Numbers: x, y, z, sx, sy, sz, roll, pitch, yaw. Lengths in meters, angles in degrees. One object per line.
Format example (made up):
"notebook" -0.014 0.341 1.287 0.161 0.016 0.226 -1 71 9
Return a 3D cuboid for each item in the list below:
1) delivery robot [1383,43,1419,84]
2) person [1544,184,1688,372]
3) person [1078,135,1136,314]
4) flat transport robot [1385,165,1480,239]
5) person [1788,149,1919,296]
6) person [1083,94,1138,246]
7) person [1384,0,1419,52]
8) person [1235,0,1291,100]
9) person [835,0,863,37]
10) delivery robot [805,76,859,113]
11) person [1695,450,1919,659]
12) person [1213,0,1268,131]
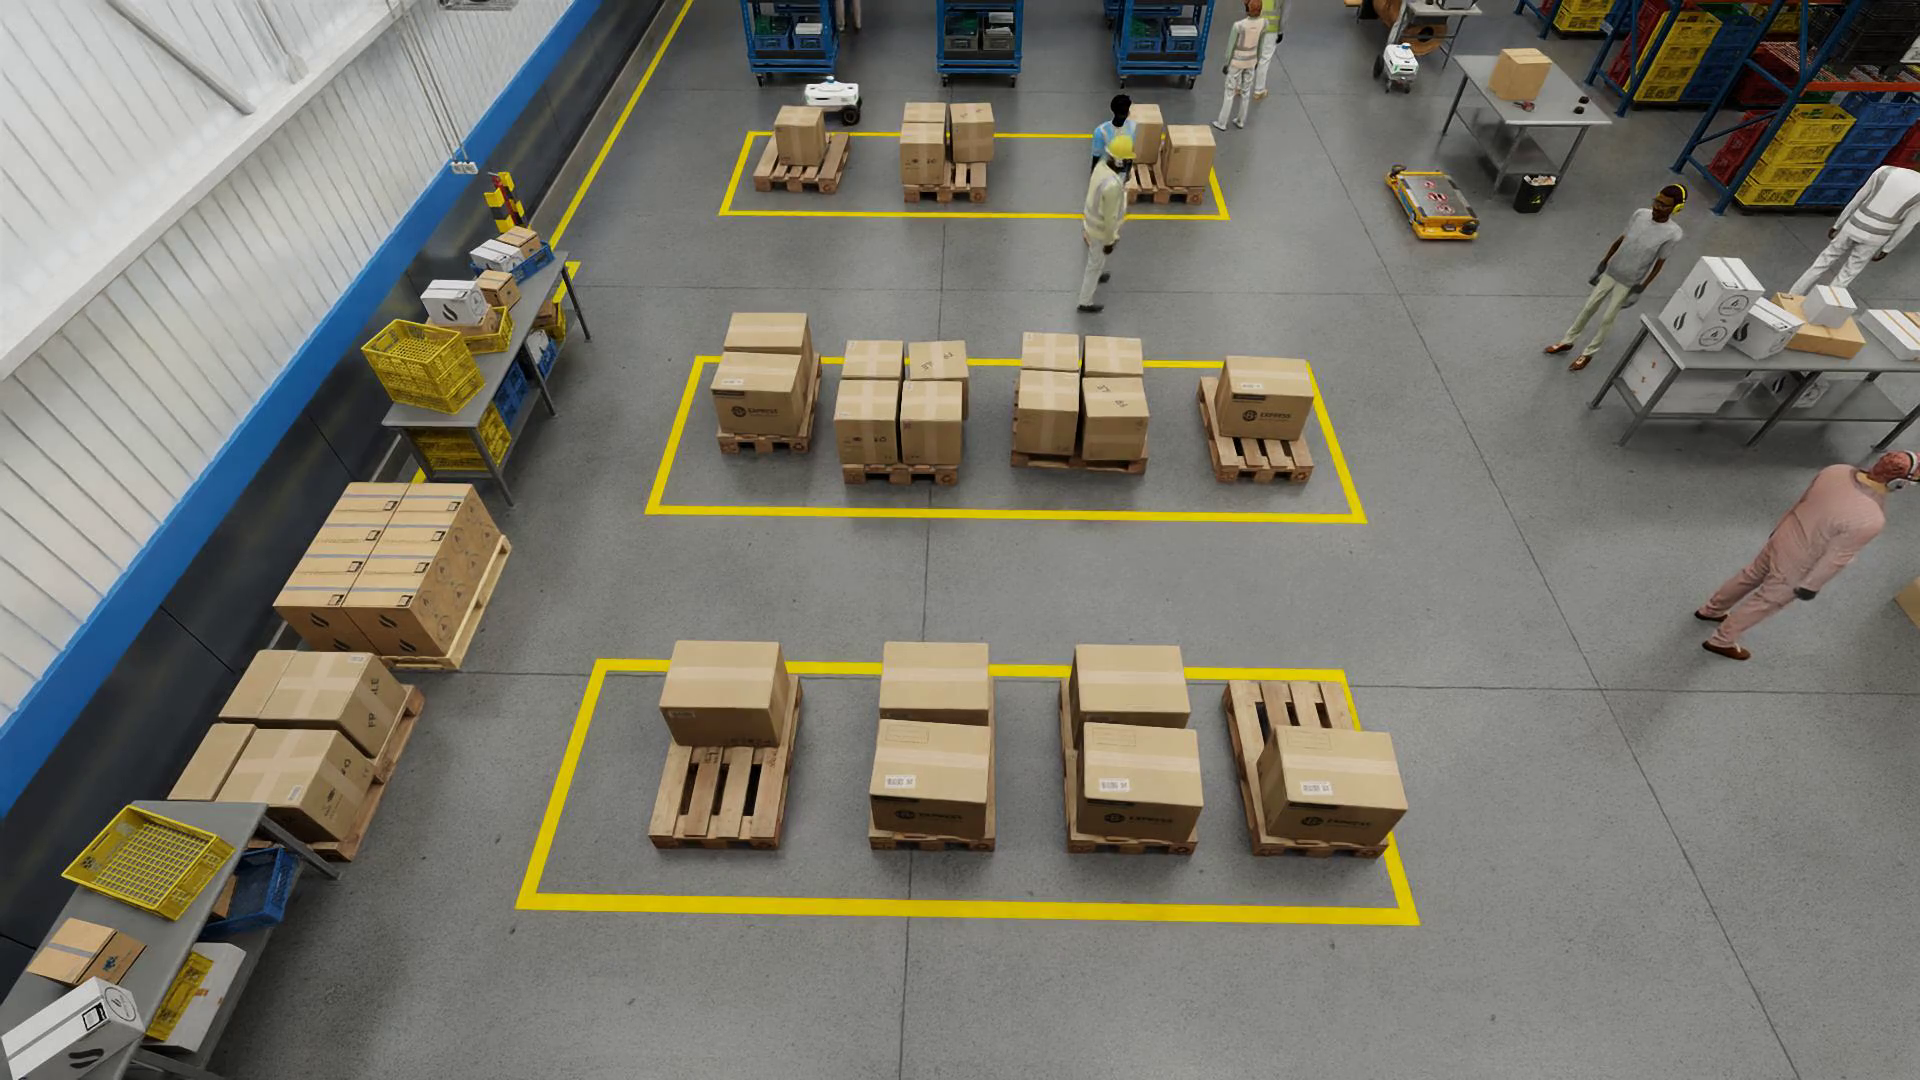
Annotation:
"delivery robot" 6.374 -6.919 13.257 0.477 0.478 0.707 4 49 4
"person" 6.171 -2.440 8.577 0.328 1.872 0.511 -20 52 -17
"person" 1.454 -3.197 9.274 0.417 1.816 0.621 -3 49 -3
"flat transport robot" 5.692 -4.094 11.059 0.652 0.197 1.431 1 49 1
"person" 8.970 -3.026 9.082 0.359 1.880 0.564 -27 54 -22
"person" 1.661 -4.062 10.100 0.534 1.691 0.322 -17 51 -15
"person" 6.588 -7.909 13.276 0.372 1.930 0.627 21 52 17
"person" 4.177 -7.045 12.581 0.626 1.847 0.429 29 55 23
"person" -1.762 -8.844 14.049 0.629 1.979 0.410 -16 51 -14
"delivery robot" -1.744 -6.075 12.527 0.707 0.478 0.477 -1 49 -1
"person" 5.856 0.100 6.363 0.399 1.900 0.645 12 50 10
"person" 3.695 -6.234 12.018 0.520 1.632 0.314 -12 50 -10
